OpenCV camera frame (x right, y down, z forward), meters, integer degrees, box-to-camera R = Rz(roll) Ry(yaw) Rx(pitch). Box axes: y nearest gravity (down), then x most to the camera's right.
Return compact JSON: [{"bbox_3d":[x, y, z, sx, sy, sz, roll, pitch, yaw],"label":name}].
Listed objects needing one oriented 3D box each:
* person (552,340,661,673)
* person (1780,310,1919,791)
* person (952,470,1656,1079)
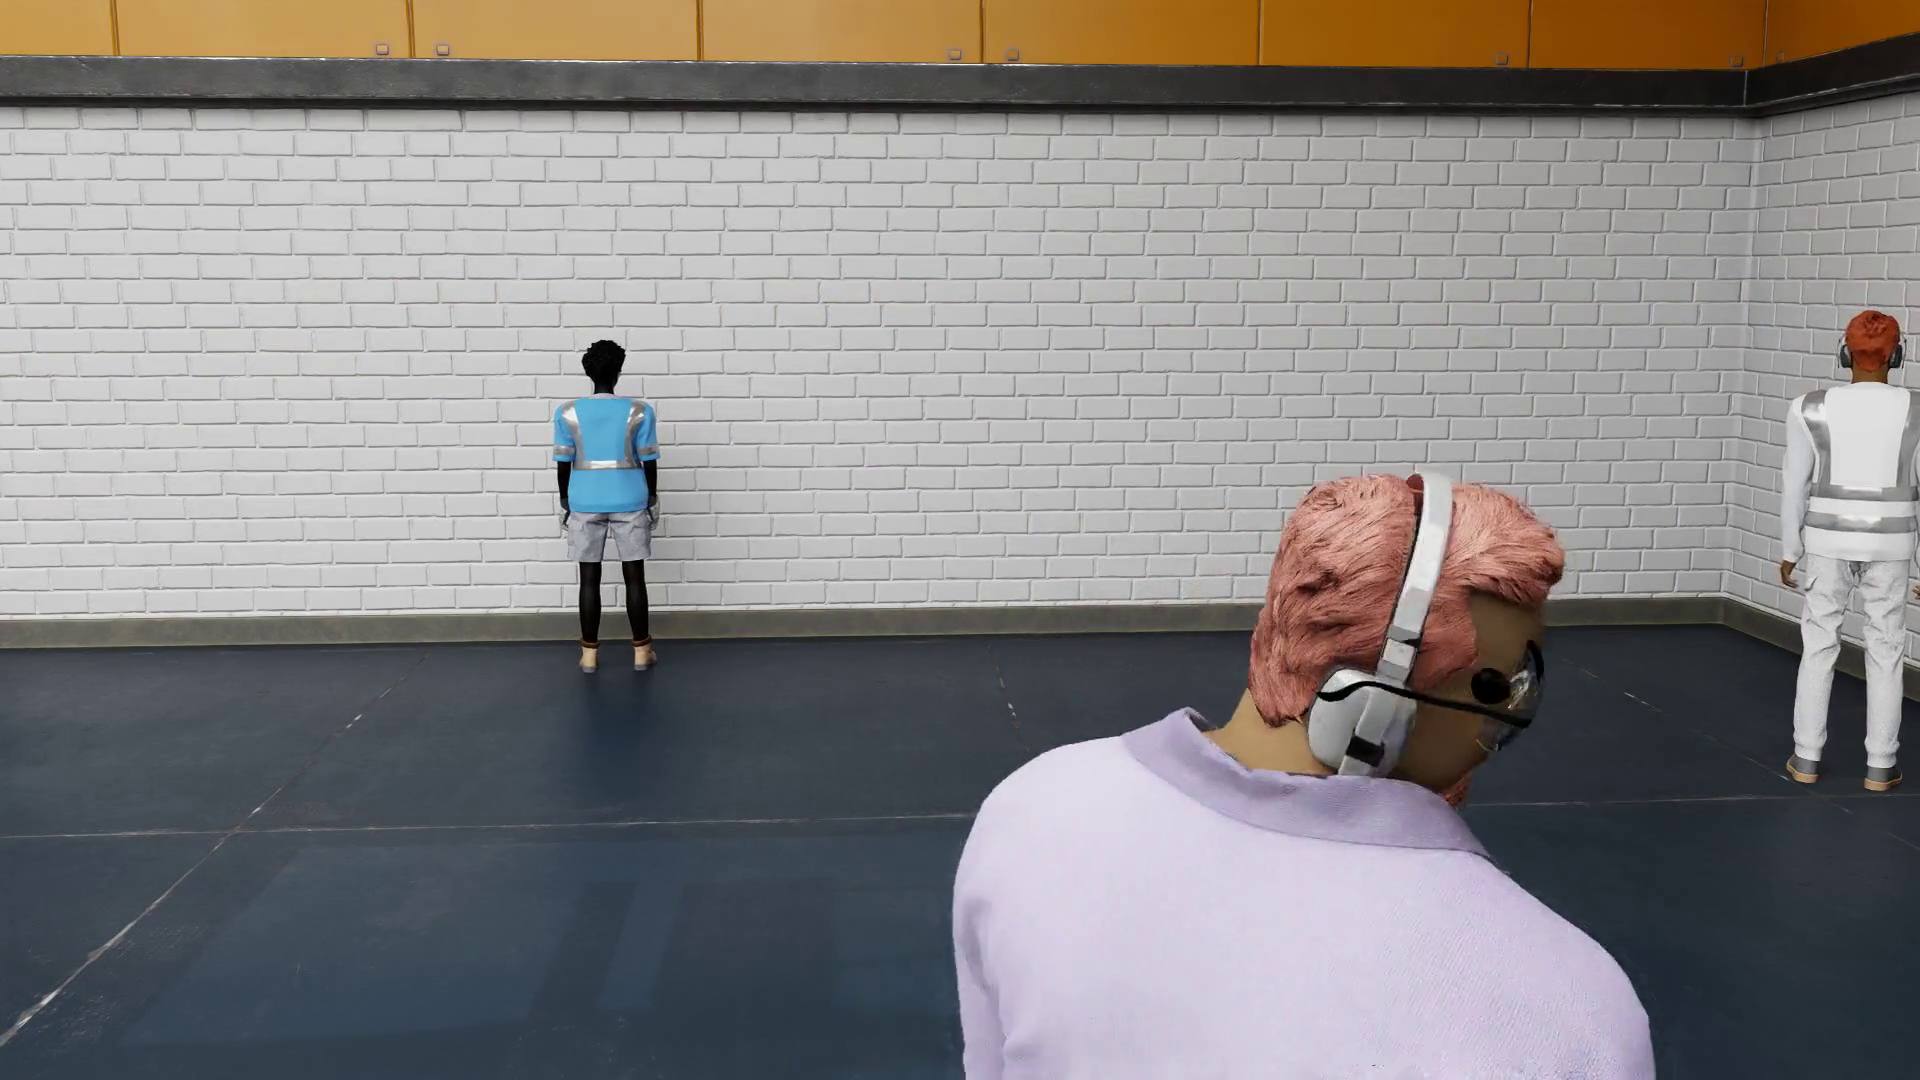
[{"bbox_3d":[-1.792,-0.167,8.483,0.537,1.695,0.320,-1,9,-7],"label":"person"},{"bbox_3d":[3.540,0.046,6.558,0.574,1.886,0.356,5,10,28],"label":"person"},{"bbox_3d":[0.301,0.849,1.557,0.671,1.870,0.473,7,11,37],"label":"person"}]
